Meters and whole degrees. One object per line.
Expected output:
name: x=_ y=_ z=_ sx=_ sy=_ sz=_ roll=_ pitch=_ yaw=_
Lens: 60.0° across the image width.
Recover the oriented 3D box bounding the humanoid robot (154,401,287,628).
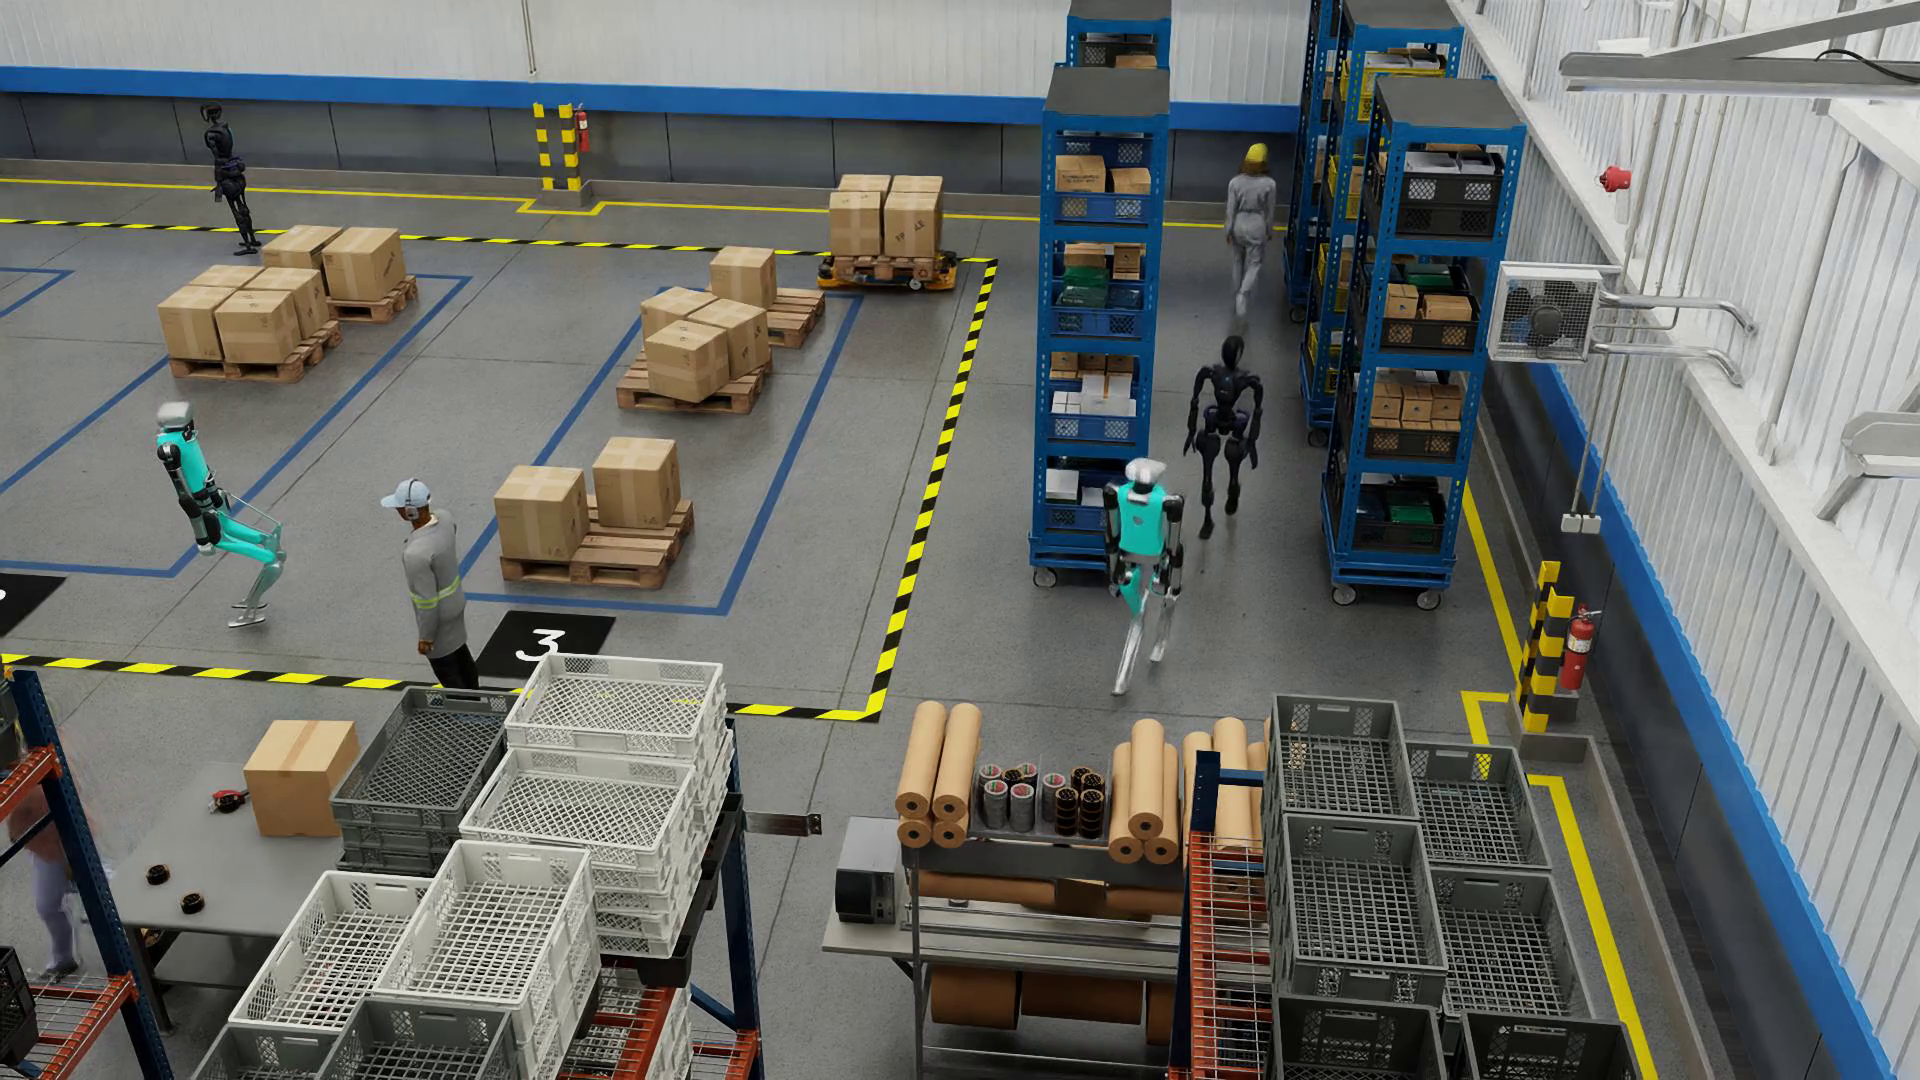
humanoid robot: x=-4.968 y=-0.185 z=11.396 sx=0.735 sy=1.680 sz=0.533 roll=-5 pitch=31 yaw=-9

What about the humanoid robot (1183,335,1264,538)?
humanoid robot: x=2.023 y=-0.839 z=12.717 sx=0.588 sy=1.636 sz=0.545 roll=10 pitch=32 yaw=16

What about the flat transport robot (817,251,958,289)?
flat transport robot: x=-0.759 y=-2.877 z=17.587 sx=1.431 sy=0.197 sz=0.652 roll=2 pitch=30 yaw=3

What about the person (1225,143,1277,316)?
person: x=2.857 y=-3.068 z=16.498 sx=0.485 sy=1.712 sz=0.641 roll=11 pitch=32 yaw=19

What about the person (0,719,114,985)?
person: x=-4.658 y=1.533 z=8.592 sx=0.565 sy=1.717 sz=0.689 roll=25 pitch=38 yaw=36

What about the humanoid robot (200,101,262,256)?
humanoid robot: x=-7.913 y=-3.919 z=17.991 sx=0.315 sy=1.655 sz=0.599 roll=-3 pitch=30 yaw=-4

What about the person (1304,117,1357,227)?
person: x=4.049 y=-4.127 z=18.240 sx=0.649 sy=1.794 sz=0.479 roll=5 pitch=31 yaw=9

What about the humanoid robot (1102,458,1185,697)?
humanoid robot: x=1.256 y=0.176 z=10.930 sx=0.538 sy=1.747 sz=0.998 roll=13 pitch=33 yaw=21

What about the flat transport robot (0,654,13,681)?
flat transport robot: x=-7.142 y=0.969 z=11.010 sx=1.431 sy=0.231 sz=0.659 roll=3 pitch=30 yaw=6

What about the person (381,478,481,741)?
person: x=-3.272 y=0.443 z=10.339 sx=0.387 sy=1.850 sz=0.597 roll=1 pitch=30 yaw=2
